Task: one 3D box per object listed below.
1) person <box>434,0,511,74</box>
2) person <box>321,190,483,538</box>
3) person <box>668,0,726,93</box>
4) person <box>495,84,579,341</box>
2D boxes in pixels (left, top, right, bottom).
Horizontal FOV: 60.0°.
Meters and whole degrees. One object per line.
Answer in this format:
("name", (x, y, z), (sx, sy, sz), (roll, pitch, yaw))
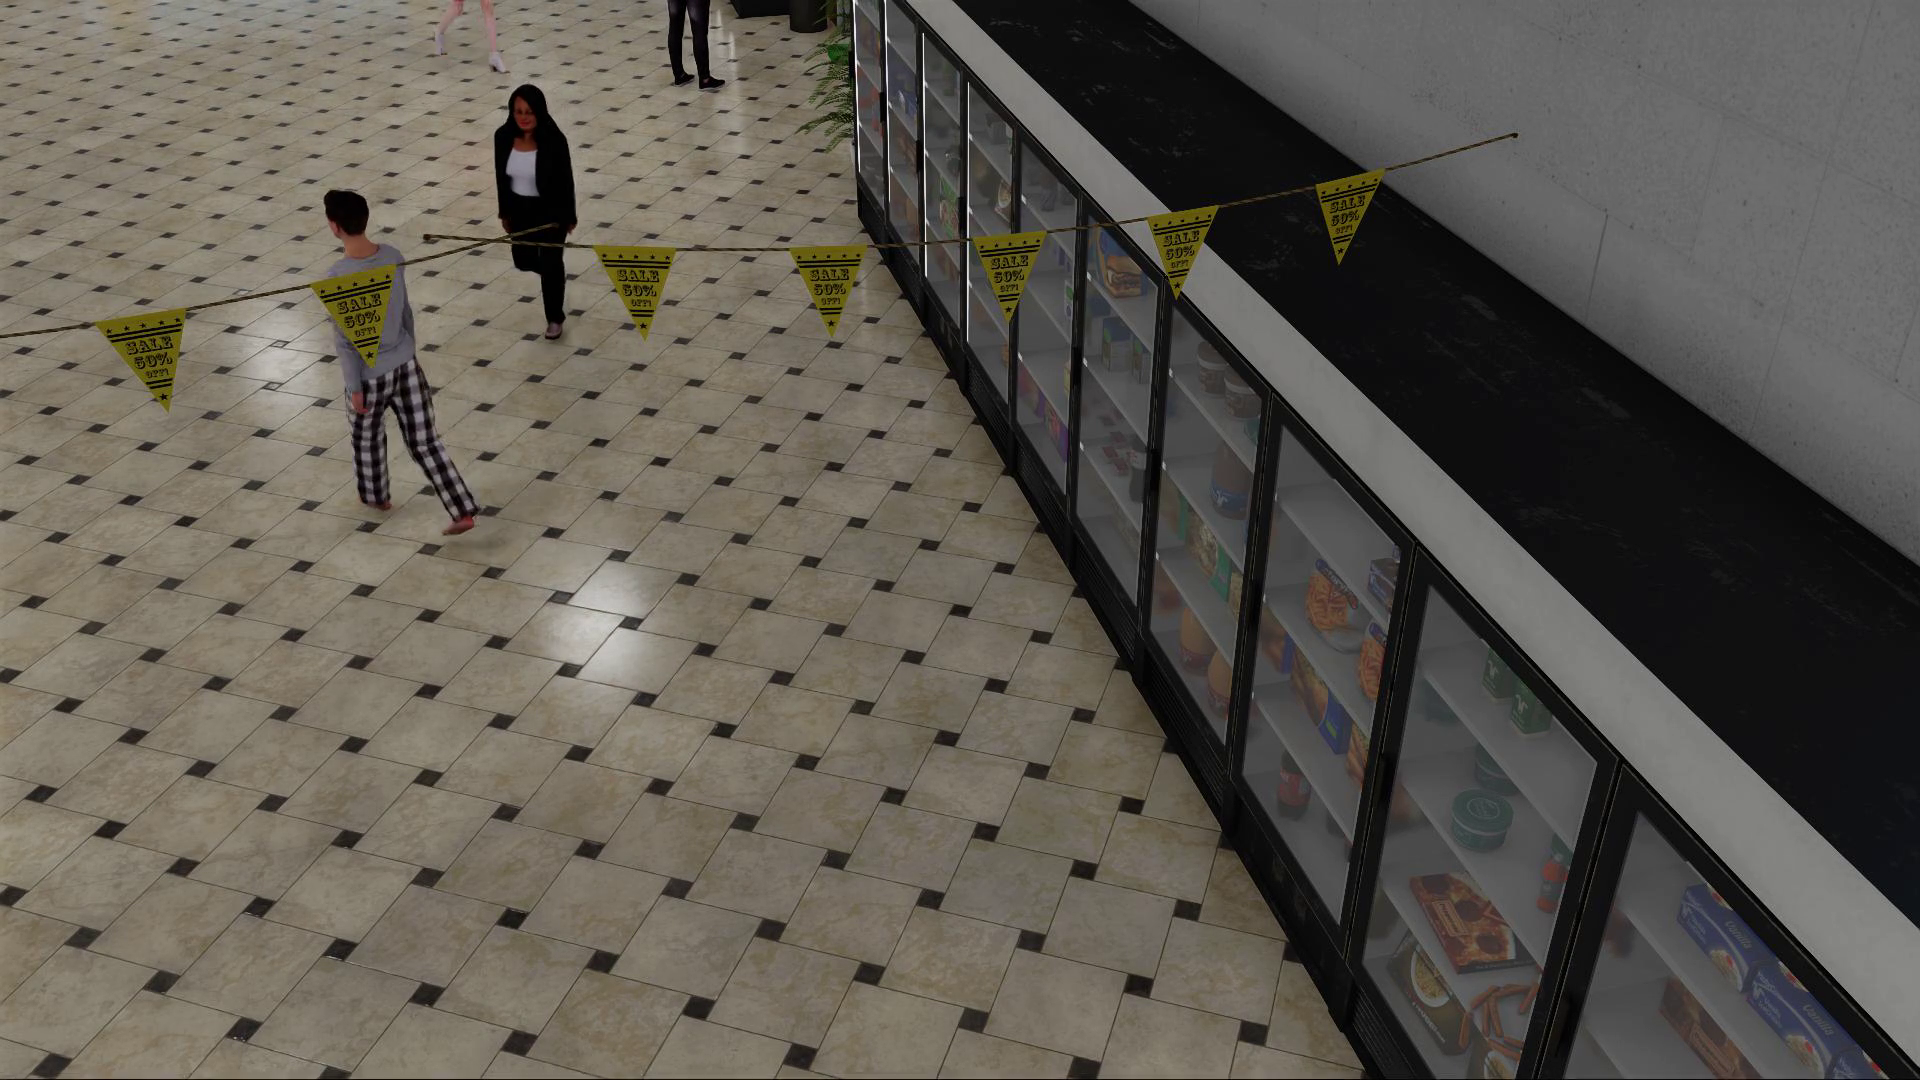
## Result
("person", (-4.619, -5.214, 15.328), (1.105, 1.796, 1.123), (21, 38, 30))
("person", (-2.791, -0.814, 8.248), (1.126, 1.805, 1.180), (24, 39, 33))
("person", (-2.456, -4.983, 14.918), (0.750, 1.838, 0.808), (17, 36, 26))
("person", (-2.653, -2.101, 10.511), (0.927, 1.601, 0.882), (2, 32, 3))
